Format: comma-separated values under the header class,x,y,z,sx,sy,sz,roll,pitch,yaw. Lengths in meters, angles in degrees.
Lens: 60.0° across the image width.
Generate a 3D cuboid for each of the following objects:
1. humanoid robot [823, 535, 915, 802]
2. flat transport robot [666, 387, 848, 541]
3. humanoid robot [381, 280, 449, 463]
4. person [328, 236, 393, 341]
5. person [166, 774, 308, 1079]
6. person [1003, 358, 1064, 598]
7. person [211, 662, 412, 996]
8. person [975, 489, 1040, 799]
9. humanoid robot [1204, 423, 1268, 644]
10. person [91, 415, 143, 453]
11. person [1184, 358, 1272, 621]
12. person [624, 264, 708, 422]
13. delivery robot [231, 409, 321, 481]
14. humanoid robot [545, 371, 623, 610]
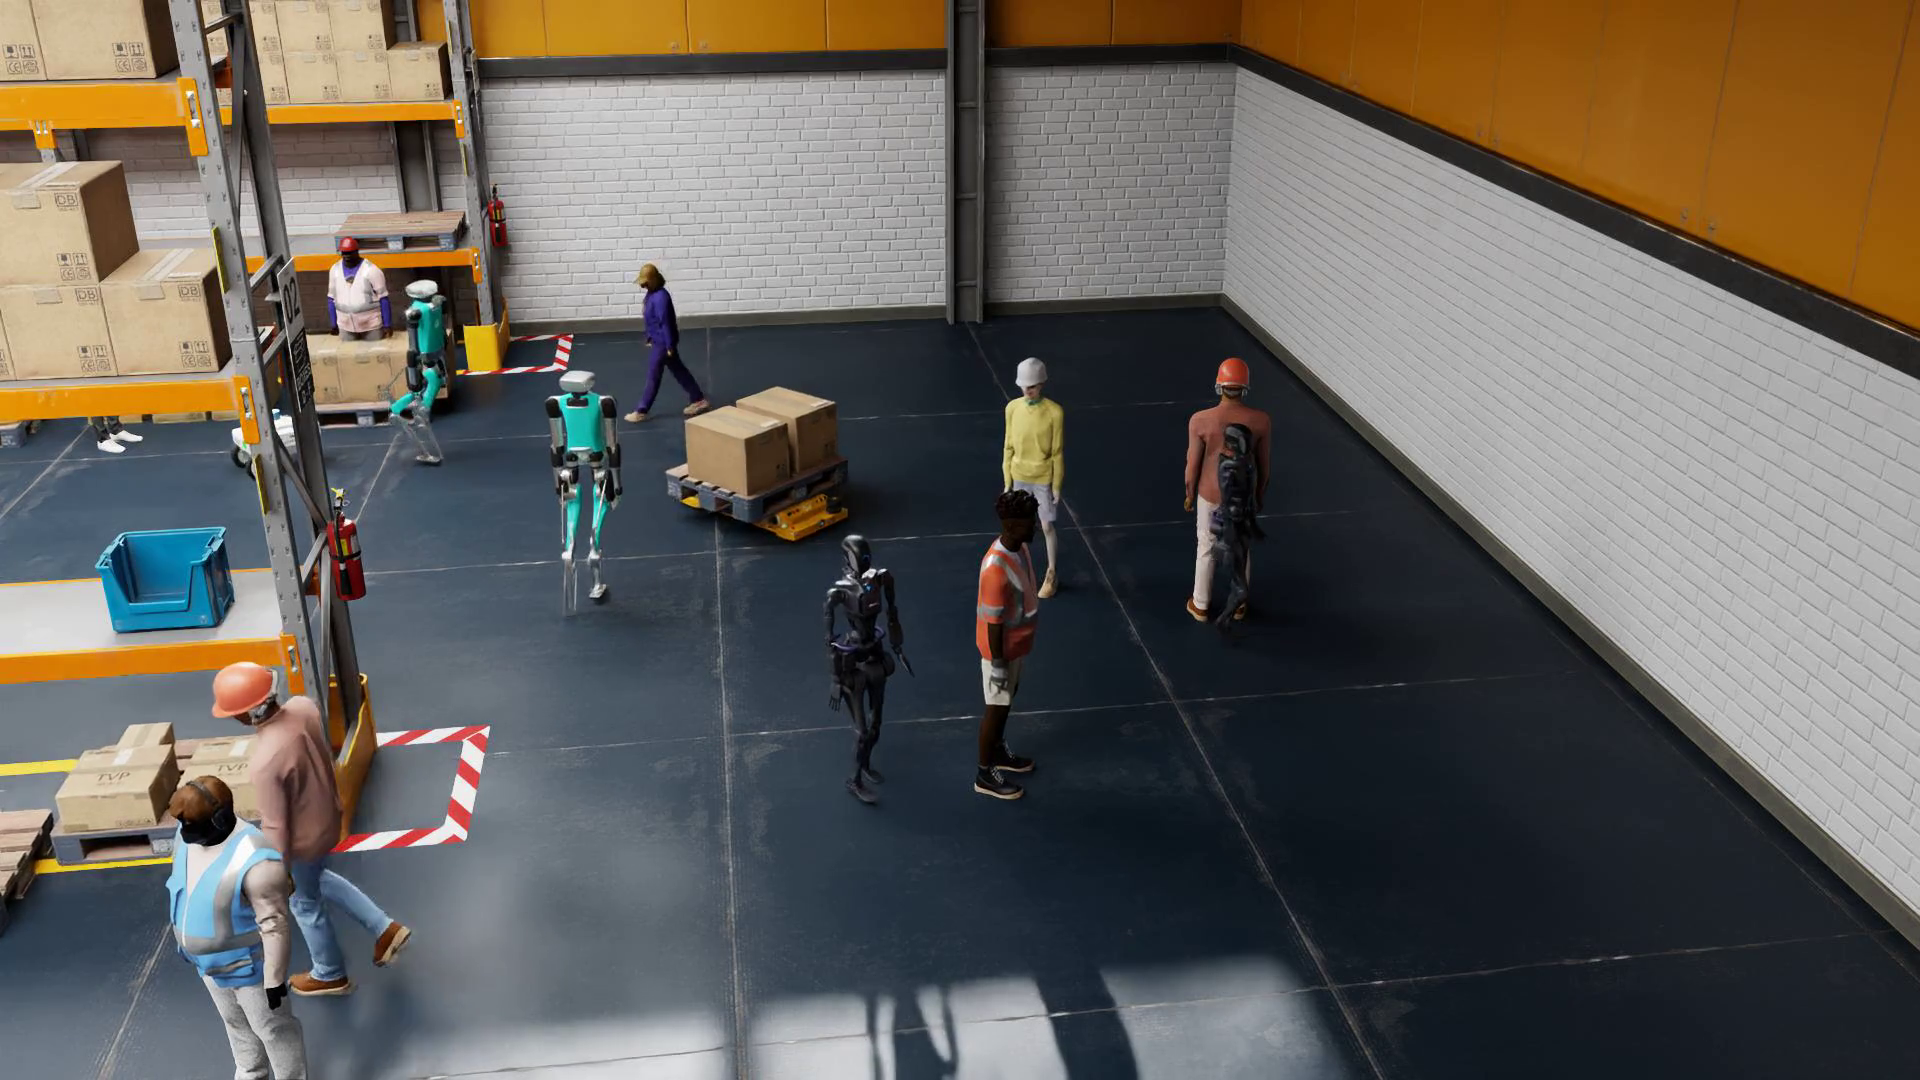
class,x,y,z,sx,sy,sz,roll,pitch,yaw
humanoid robot,-0.553,0.736,9.972,0.593,1.653,0.360,-20,31,-38
flat transport robot,-1.703,-0.339,14.169,1.431,0.231,0.659,18,29,35
humanoid robot,-4.910,-1.446,14.930,0.759,1.832,0.550,8,25,17
person,-5.900,-2.123,16.386,0.612,1.754,0.419,1,24,1
person,-3.163,1.831,7.275,0.620,1.841,0.429,14,27,29
person,0.550,-0.469,12.467,0.479,1.882,0.392,9,25,20
person,-3.148,1.417,8.071,0.596,1.951,0.675,1,24,3
person,0.285,0.608,9.912,0.367,1.959,0.604,6,24,13
humanoid robot,1.962,-0.050,11.758,0.347,1.652,0.585,11,26,24
person,-7.957,-1.744,15.378,0.329,1.872,0.507,2,24,6
person,1.926,-0.354,12.059,0.615,1.994,0.378,-1,24,-3
person,-2.873,-1.928,16.169,0.837,1.566,0.471,-7,25,-16
delivery robot,-6.187,-0.880,15.041,0.763,0.592,0.525,-18,29,-35
humanoid robot,-2.802,-0.252,12.288,0.544,1.894,0.766,2,24,5
